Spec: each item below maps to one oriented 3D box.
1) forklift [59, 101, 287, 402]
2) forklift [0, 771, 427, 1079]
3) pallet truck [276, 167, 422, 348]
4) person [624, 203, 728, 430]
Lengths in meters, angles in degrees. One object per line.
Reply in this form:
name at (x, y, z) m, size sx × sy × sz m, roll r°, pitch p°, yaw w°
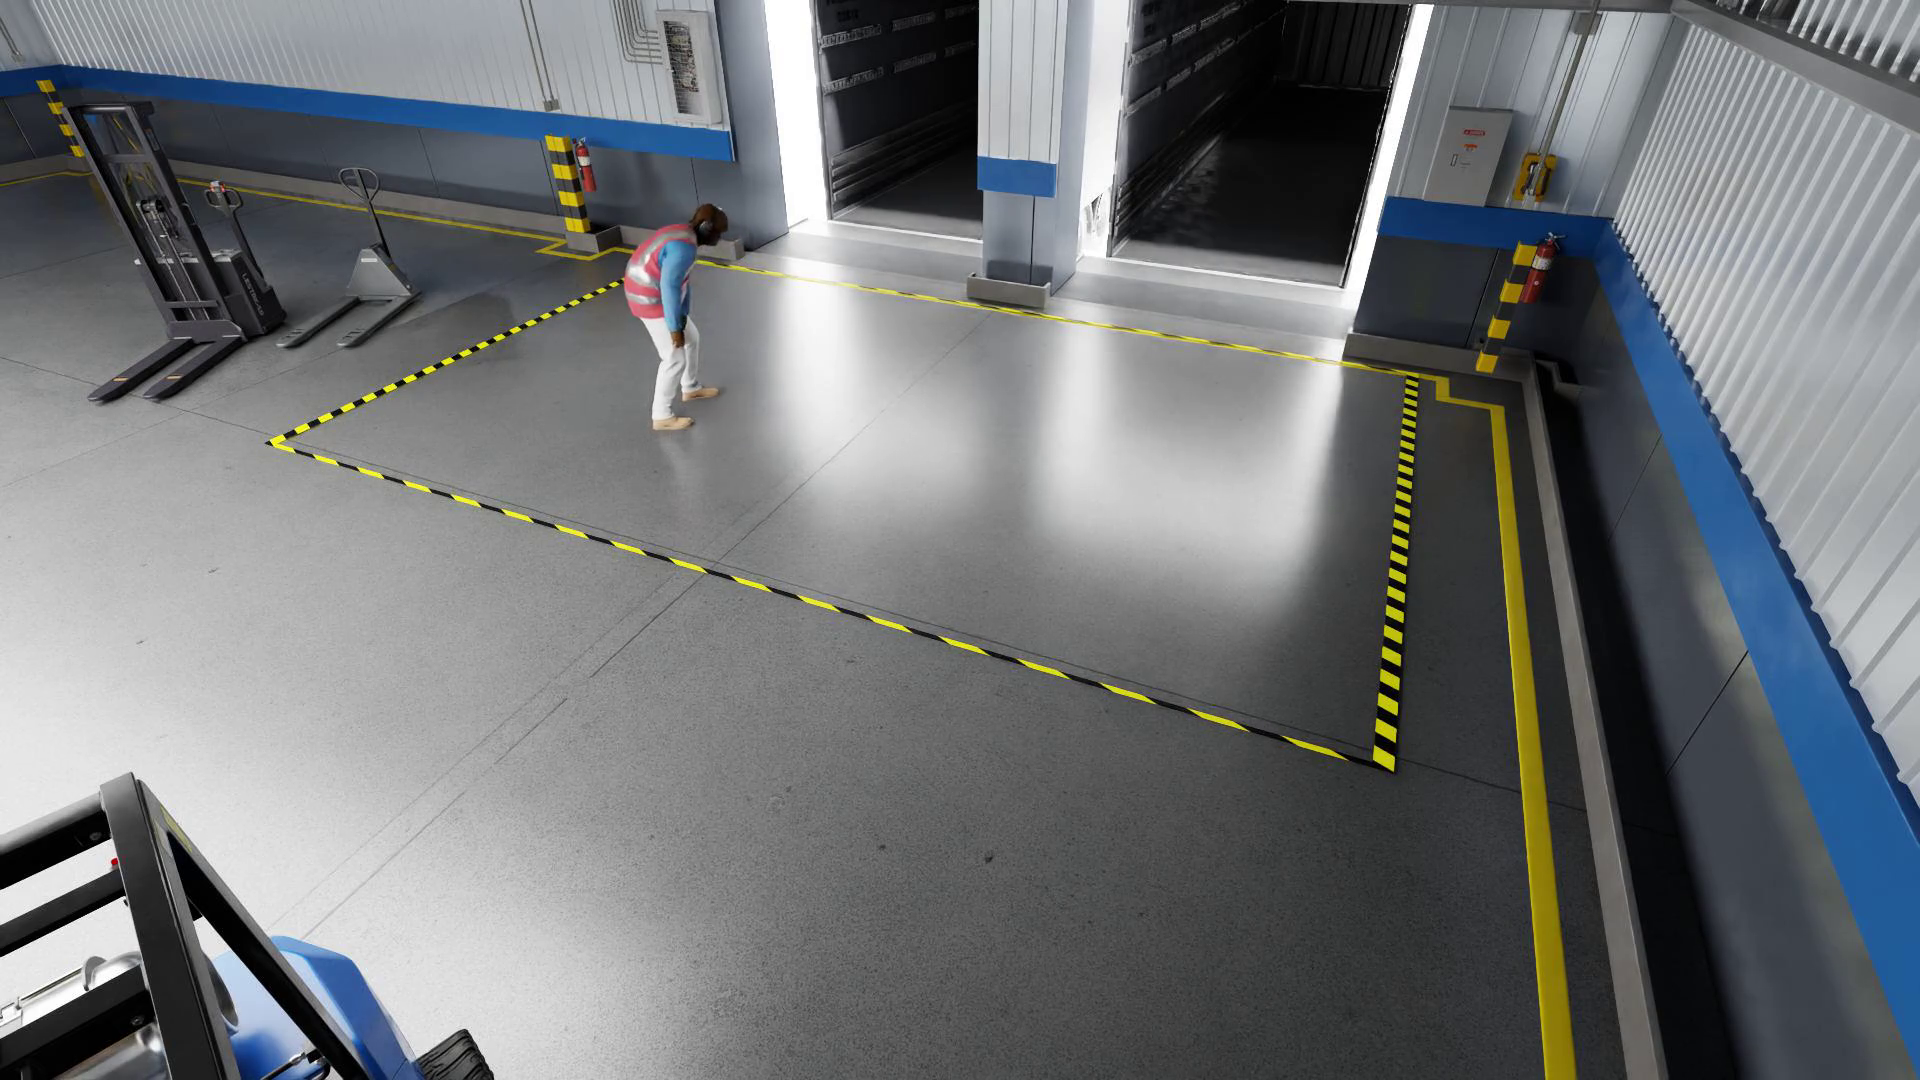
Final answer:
forklift at (-6.686, -2.387, 7.434) m, size 0.823 × 1.965 × 1.885 m, roll -3°, pitch 35°, yaw -5°
forklift at (-1.292, 1.609, 1.408) m, size 1.157 × 2.036 × 2.680 m, roll -29°, pitch 44°, yaw -35°
pallet truck at (-5.732, -2.611, 8.414) m, size 0.680 × 1.201 × 1.601 m, roll -1°, pitch 35°, yaw -1°
person at (-2.008, -1.631, 6.771) m, size 0.810 × 1.533 × 0.758 m, roll -12°, pitch 37°, yaw -17°
